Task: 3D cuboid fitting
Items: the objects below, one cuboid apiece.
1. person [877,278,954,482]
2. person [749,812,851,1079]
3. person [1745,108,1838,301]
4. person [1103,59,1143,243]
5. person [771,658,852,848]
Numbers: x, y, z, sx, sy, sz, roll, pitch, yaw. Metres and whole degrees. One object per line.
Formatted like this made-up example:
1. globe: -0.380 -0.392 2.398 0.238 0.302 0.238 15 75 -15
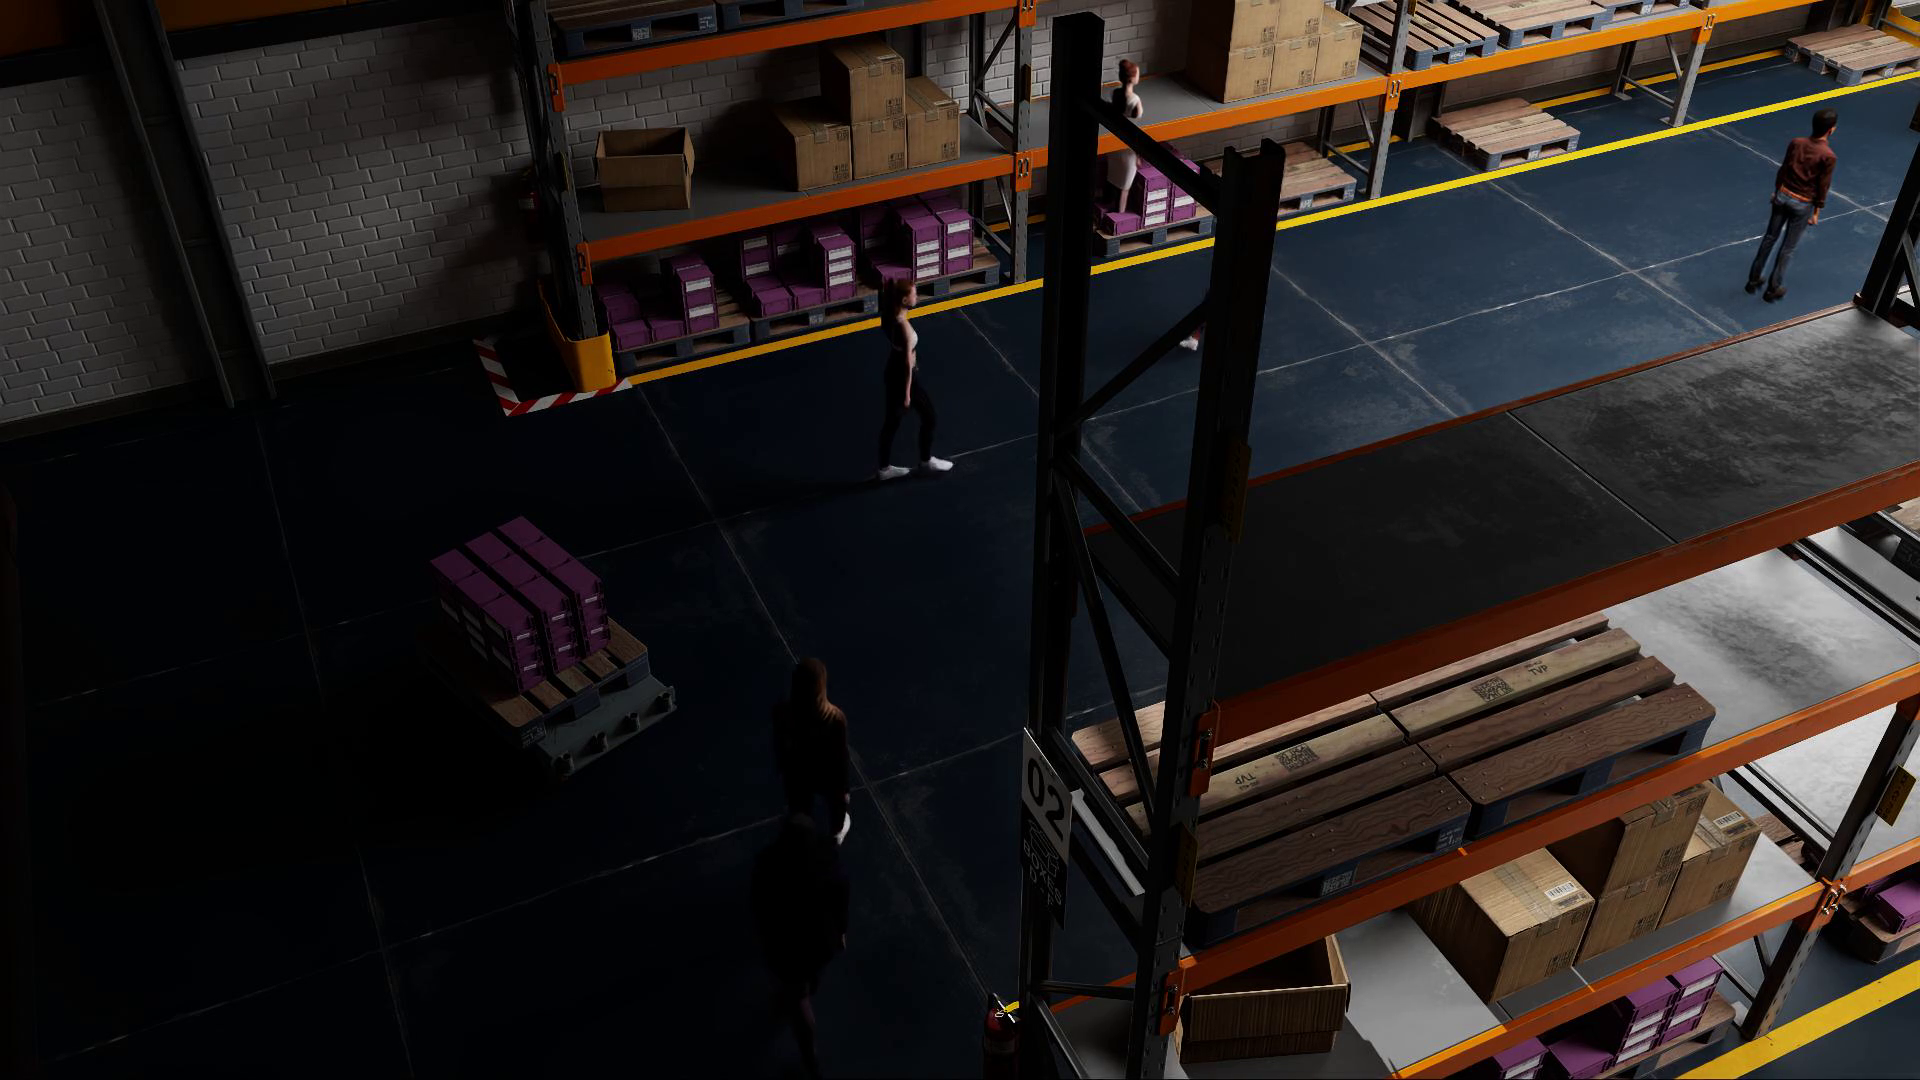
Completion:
1. person: -0.524 -1.172 12.532 0.851 1.725 0.639 -13 40 -15
2. person: -0.812 2.085 8.523 1.058 1.639 0.866 -8 39 -10
3. person: 7.392 -2.984 14.759 0.581 1.778 0.670 -25 45 -27
4. person: 1.508 -3.630 15.558 0.548 1.791 0.588 -23 44 -26
5. person: -0.854 1.399 9.362 1.108 1.665 1.084 7 39 9
